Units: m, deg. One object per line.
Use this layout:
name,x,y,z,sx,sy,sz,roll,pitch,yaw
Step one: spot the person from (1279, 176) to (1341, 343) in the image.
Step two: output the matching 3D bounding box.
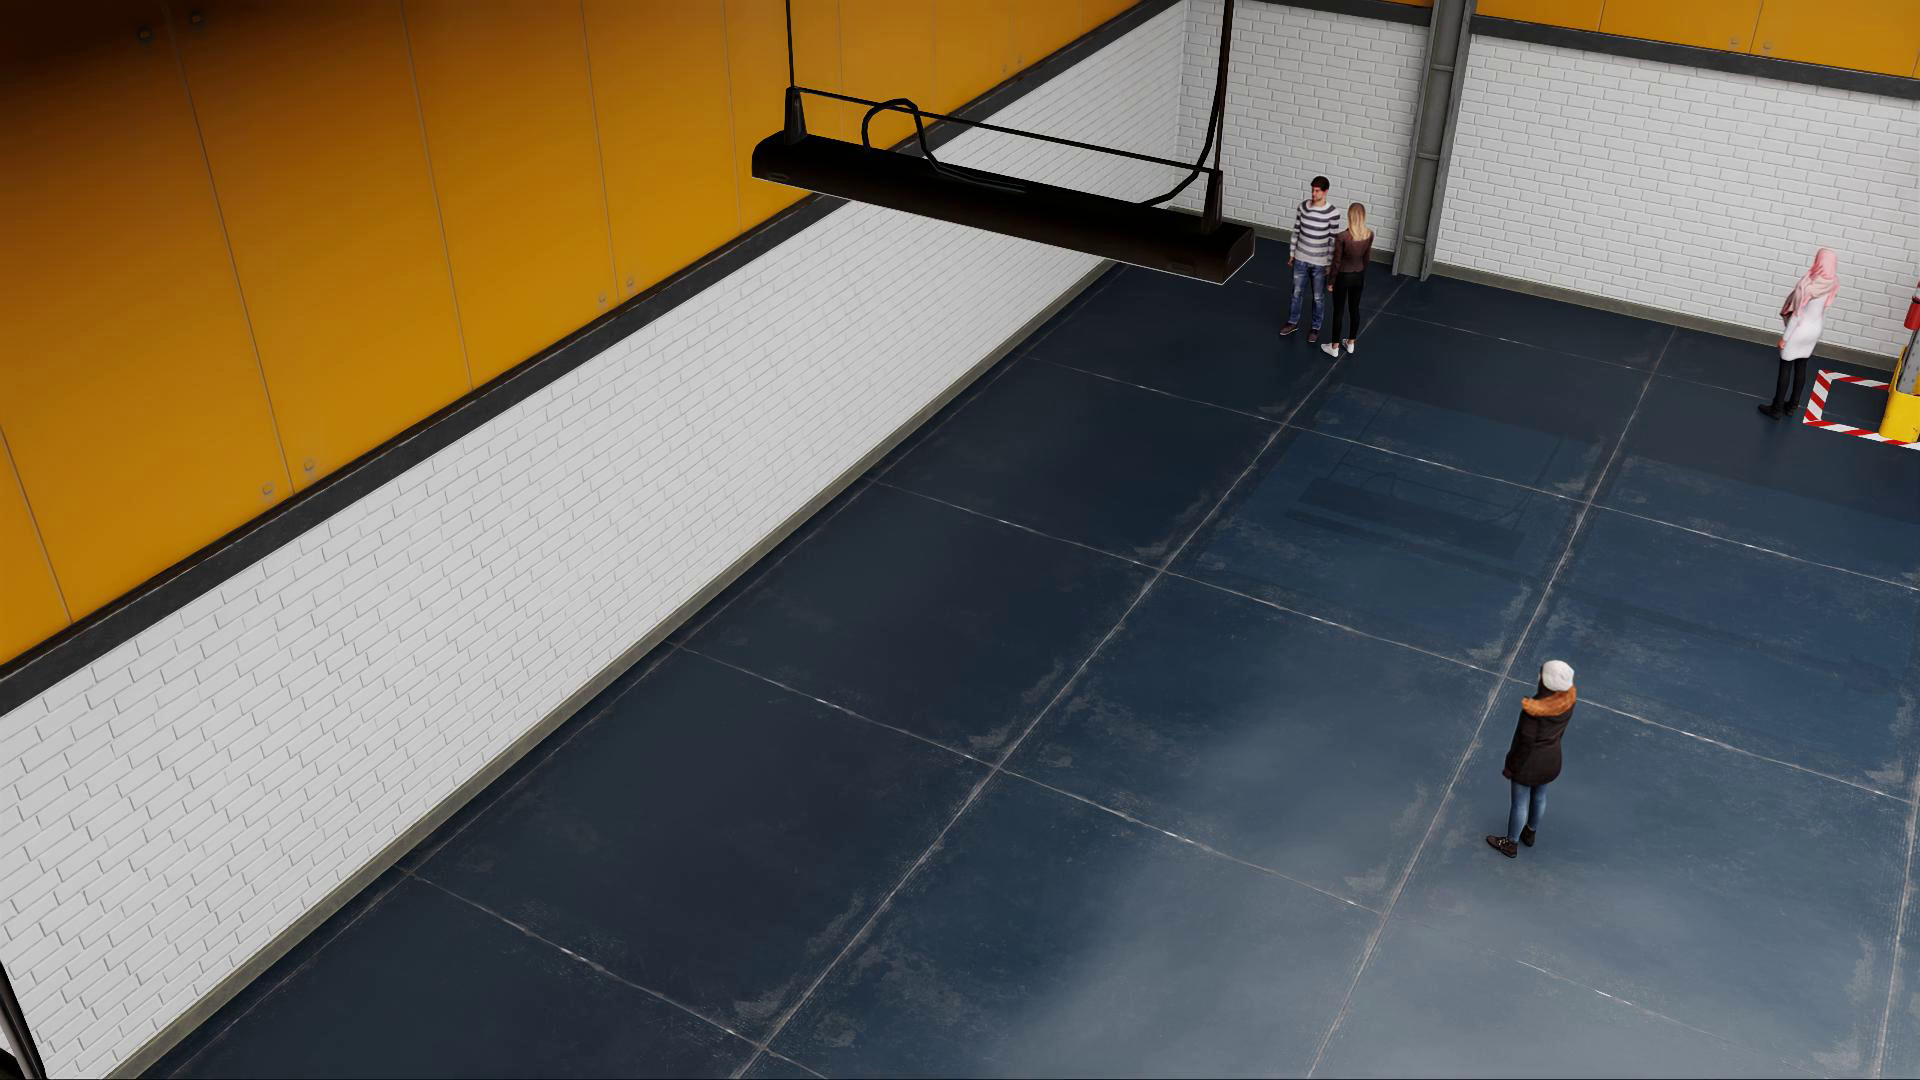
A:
person,3.801,-3.045,17.927,0.467,1.852,0.718,20,39,27

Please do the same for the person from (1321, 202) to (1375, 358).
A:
person,4.125,-2.765,17.638,0.672,1.704,0.708,-12,35,-17

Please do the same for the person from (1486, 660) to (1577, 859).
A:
person,3.919,1.476,11.322,0.735,1.633,0.760,-19,38,-26

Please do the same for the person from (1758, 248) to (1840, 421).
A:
person,8.332,-2.042,16.461,0.738,1.803,0.792,-10,35,-14
